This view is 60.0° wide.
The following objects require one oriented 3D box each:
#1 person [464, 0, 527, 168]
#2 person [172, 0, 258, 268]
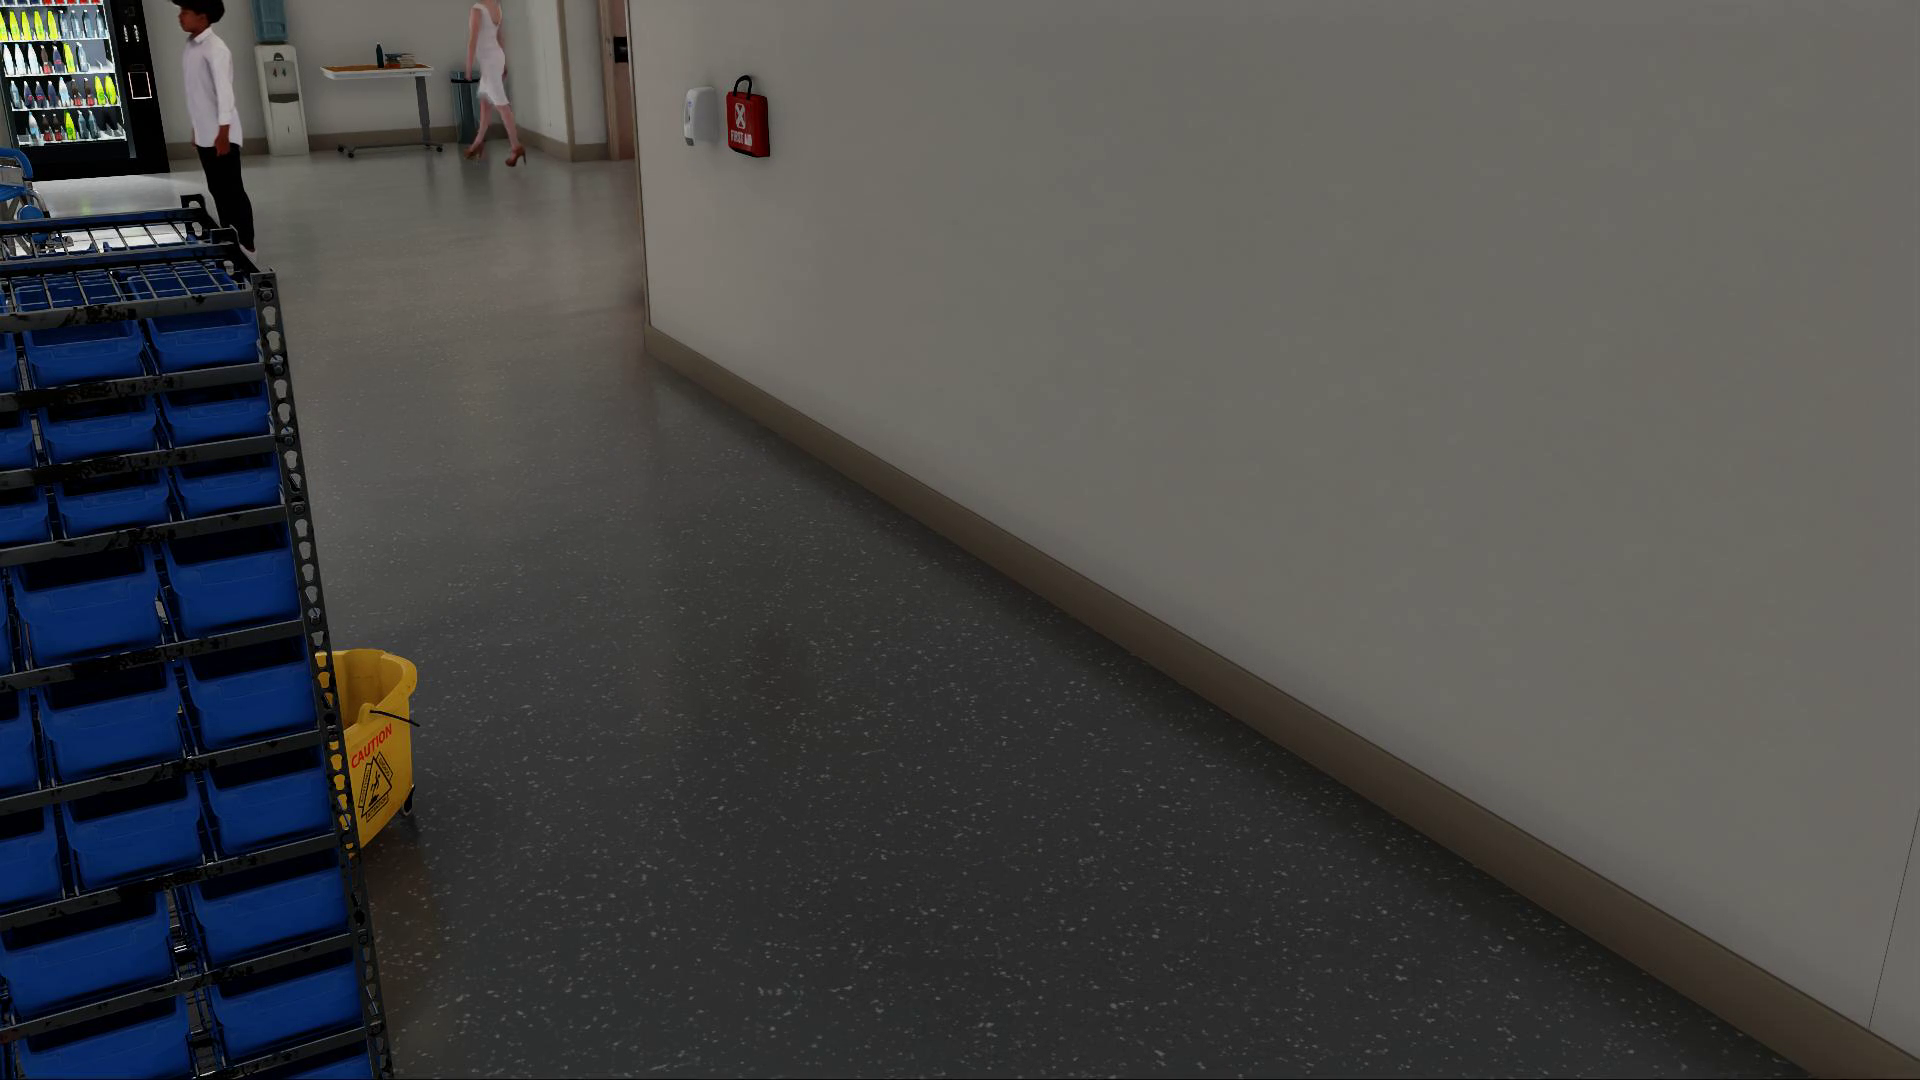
[{"bbox_3d":[-4.158,-4.262,15.081,0.982,1.771,0.921,5,21,14],"label":"person"},{"bbox_3d":[-4.919,-2.734,10.993,0.653,1.809,0.684,-19,28,-40],"label":"person"}]
